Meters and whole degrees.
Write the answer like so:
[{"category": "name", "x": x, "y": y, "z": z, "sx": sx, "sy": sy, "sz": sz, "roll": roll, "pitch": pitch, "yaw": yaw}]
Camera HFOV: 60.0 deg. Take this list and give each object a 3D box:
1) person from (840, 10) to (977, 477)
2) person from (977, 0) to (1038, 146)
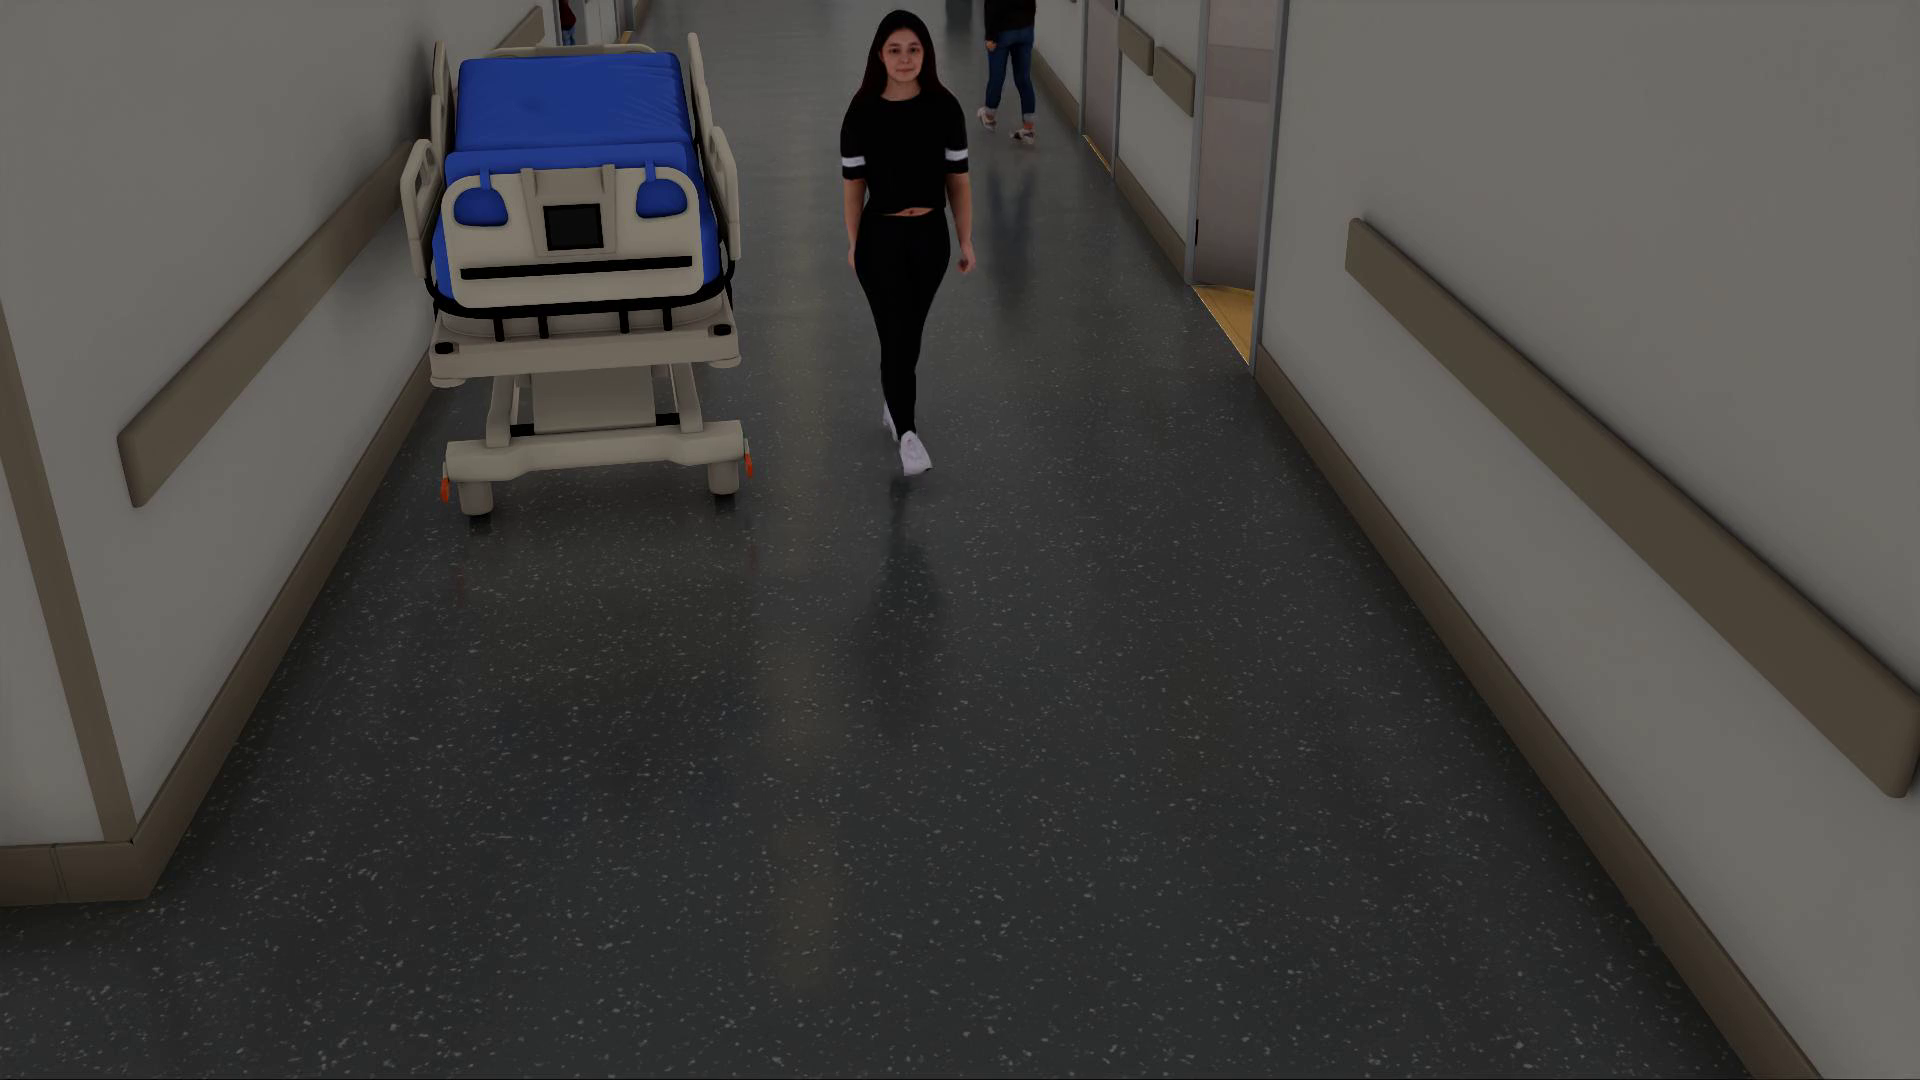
[{"category": "person", "x": -0.214, "y": -1.100, "z": 6.086, "sx": 0.964, "sy": 1.613, "sz": 0.804, "roll": -8, "pitch": 27, "yaw": -17}, {"category": "person", "x": 0.363, "y": -3.298, "z": 10.849, "sx": 0.952, "sy": 1.435, "sz": 0.876, "roll": -16, "pitch": 30, "yaw": -30}]
